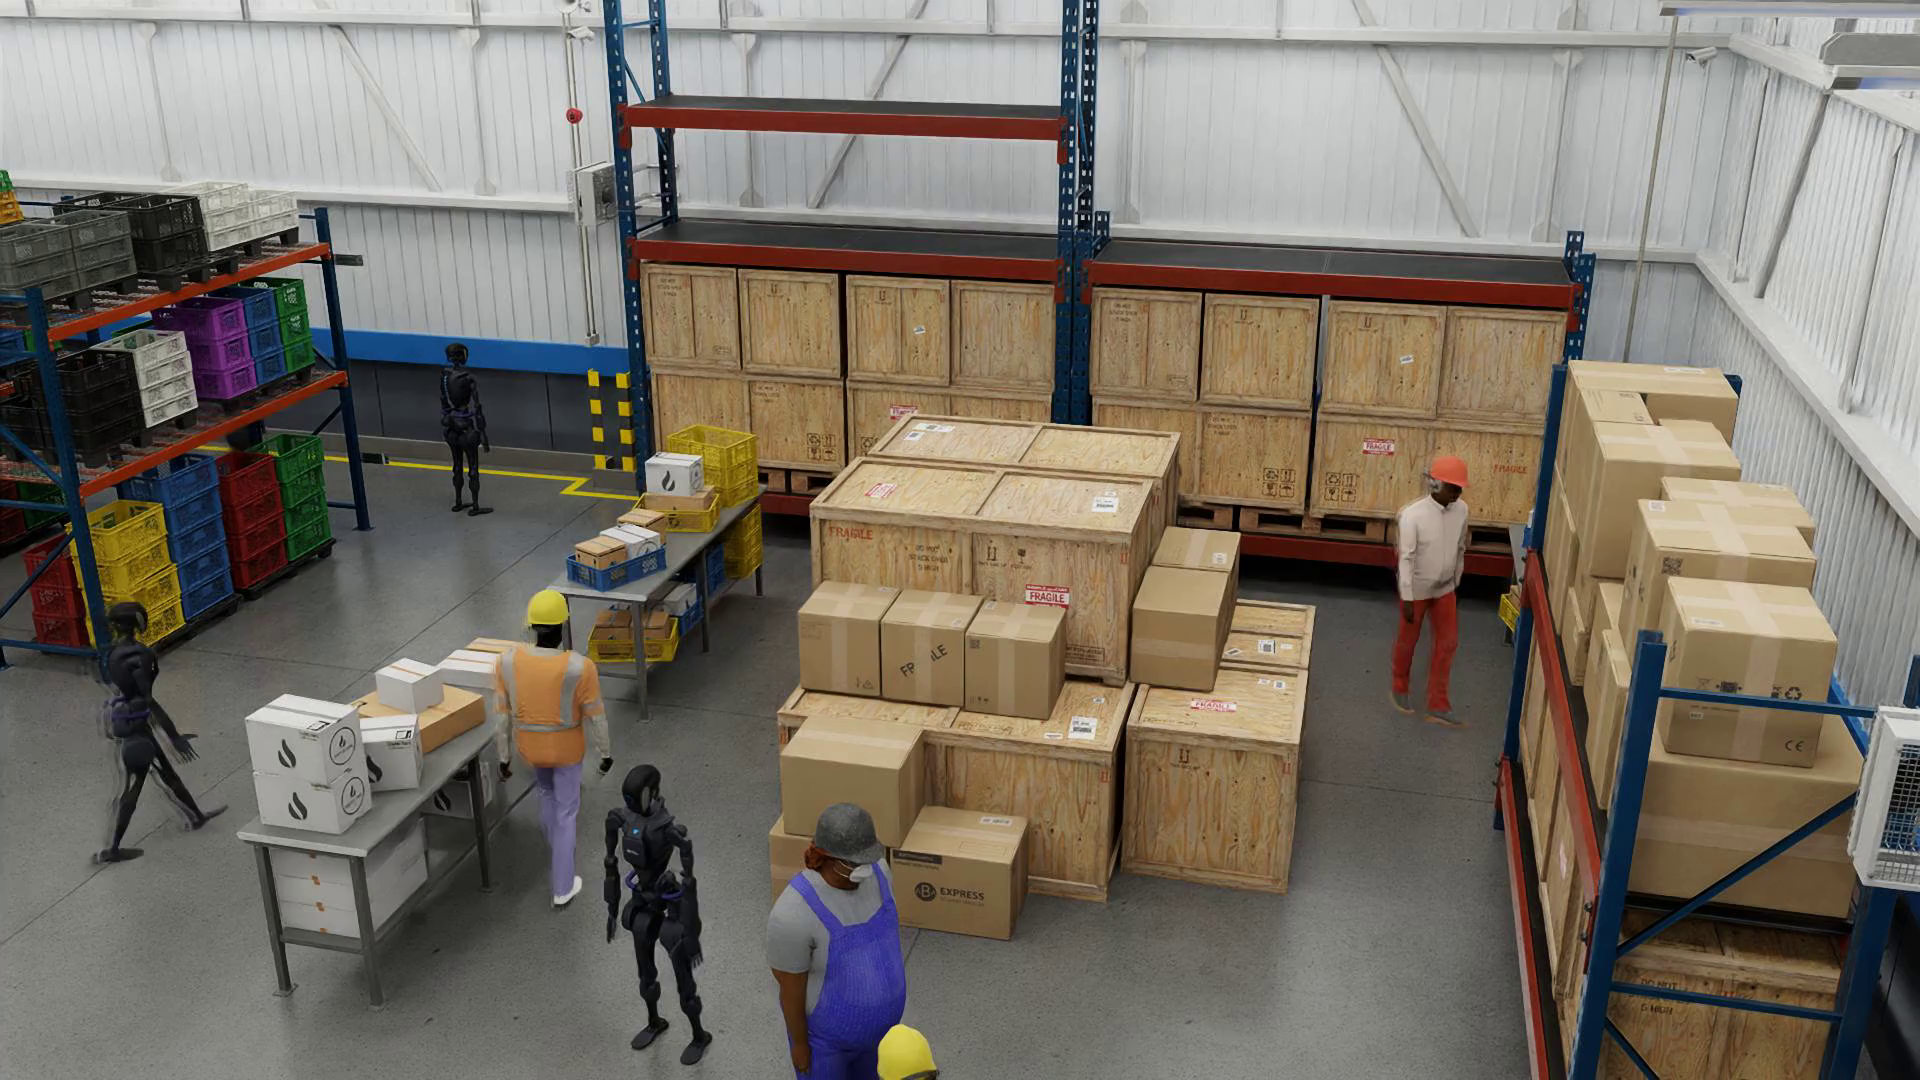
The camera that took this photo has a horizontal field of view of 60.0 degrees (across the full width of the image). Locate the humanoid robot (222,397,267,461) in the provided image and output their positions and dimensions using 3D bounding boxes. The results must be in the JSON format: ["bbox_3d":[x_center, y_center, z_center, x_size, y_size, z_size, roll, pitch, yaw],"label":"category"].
[{"bbox_3d":[-6.924,-1.120,16.015,0.398,1.636,0.687,1,21,2],"label":"humanoid robot"}]

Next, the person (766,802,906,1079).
[{"bbox_3d":[-0.479,2.036,7.240,0.536,2.000,0.680,18,28,39],"label":"person"}]

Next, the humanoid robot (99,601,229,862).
[{"bbox_3d":[-4.976,1.152,10.114,0.786,1.626,0.551,-11,23,-25],"label":"humanoid robot"}]

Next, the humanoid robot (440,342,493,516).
[{"bbox_3d":[-4.733,-1.069,15.851,0.609,1.657,0.315,15,25,34],"label":"humanoid robot"}]

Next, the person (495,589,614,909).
[{"bbox_3d":[-2.330,1.160,9.714,0.623,1.899,0.766,3,21,7],"label":"person"}]

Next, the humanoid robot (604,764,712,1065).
[{"bbox_3d":[-1.499,1.845,8.242,0.572,1.648,0.361,10,23,25],"label":"humanoid robot"}]

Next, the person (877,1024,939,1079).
[{"bbox_3d":[-0.174,2.584,6.198,0.524,1.760,0.335,-17,27,-38],"label":"person"}]

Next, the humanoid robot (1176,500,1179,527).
[{"bbox_3d":[1.521,0.205,12.613,0.734,1.652,0.588,12,24,29],"label":"humanoid robot"}]

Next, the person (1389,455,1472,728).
[{"bbox_3d":[3.323,0.360,11.725,0.663,1.964,0.654,-8,22,-19],"label":"person"}]
